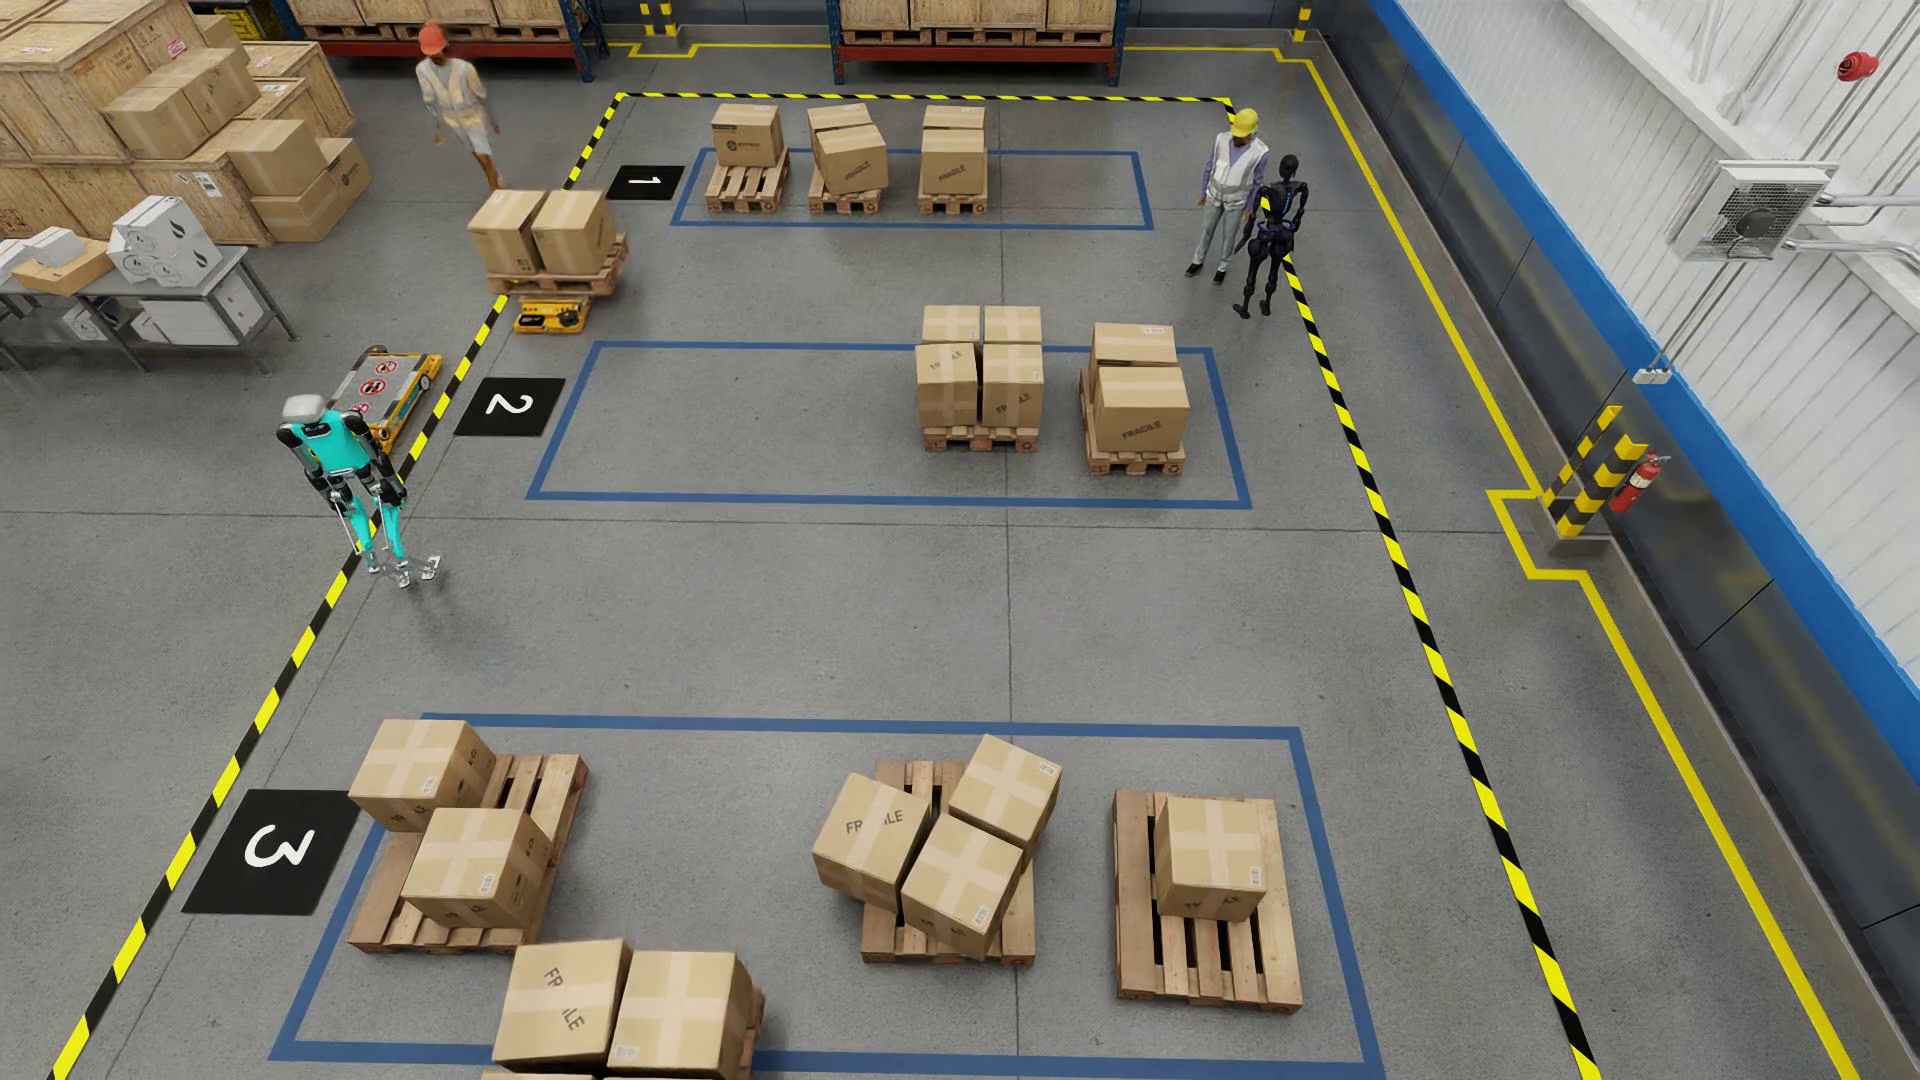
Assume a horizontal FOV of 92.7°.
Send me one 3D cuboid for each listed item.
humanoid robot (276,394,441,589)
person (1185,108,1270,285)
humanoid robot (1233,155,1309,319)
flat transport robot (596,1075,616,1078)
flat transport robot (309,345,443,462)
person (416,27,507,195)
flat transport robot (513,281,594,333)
[{"bbox_3d":[-4.243,-0.208,6.492,0.533,1.677,0.735,-13,51,-11],"label":"humanoid robot"},{"bbox_3d":[2.702,-3.462,9.278,0.587,1.823,0.403,26,54,20],"label":"person"},{"bbox_3d":[3.011,-2.935,8.920,0.599,1.653,0.315,-6,50,-5],"label":"humanoid robot"},{"bbox_3d":[-1.682,2.961,4.843,0.652,0.197,1.431,1,50,1],"label":"flat transport robot"},{"bbox_3d":[-5.383,-1.269,8.441,0.659,0.231,1.431,1,50,1],"label":"flat transport robot"},{"bbox_3d":[-5.463,-4.537,10.077,0.618,1.994,1.026,-1,50,-1],"label":"person"},{"bbox_3d":[-4.149,-2.690,9.625,0.652,0.197,1.431,1,50,1],"label":"flat transport robot"}]
